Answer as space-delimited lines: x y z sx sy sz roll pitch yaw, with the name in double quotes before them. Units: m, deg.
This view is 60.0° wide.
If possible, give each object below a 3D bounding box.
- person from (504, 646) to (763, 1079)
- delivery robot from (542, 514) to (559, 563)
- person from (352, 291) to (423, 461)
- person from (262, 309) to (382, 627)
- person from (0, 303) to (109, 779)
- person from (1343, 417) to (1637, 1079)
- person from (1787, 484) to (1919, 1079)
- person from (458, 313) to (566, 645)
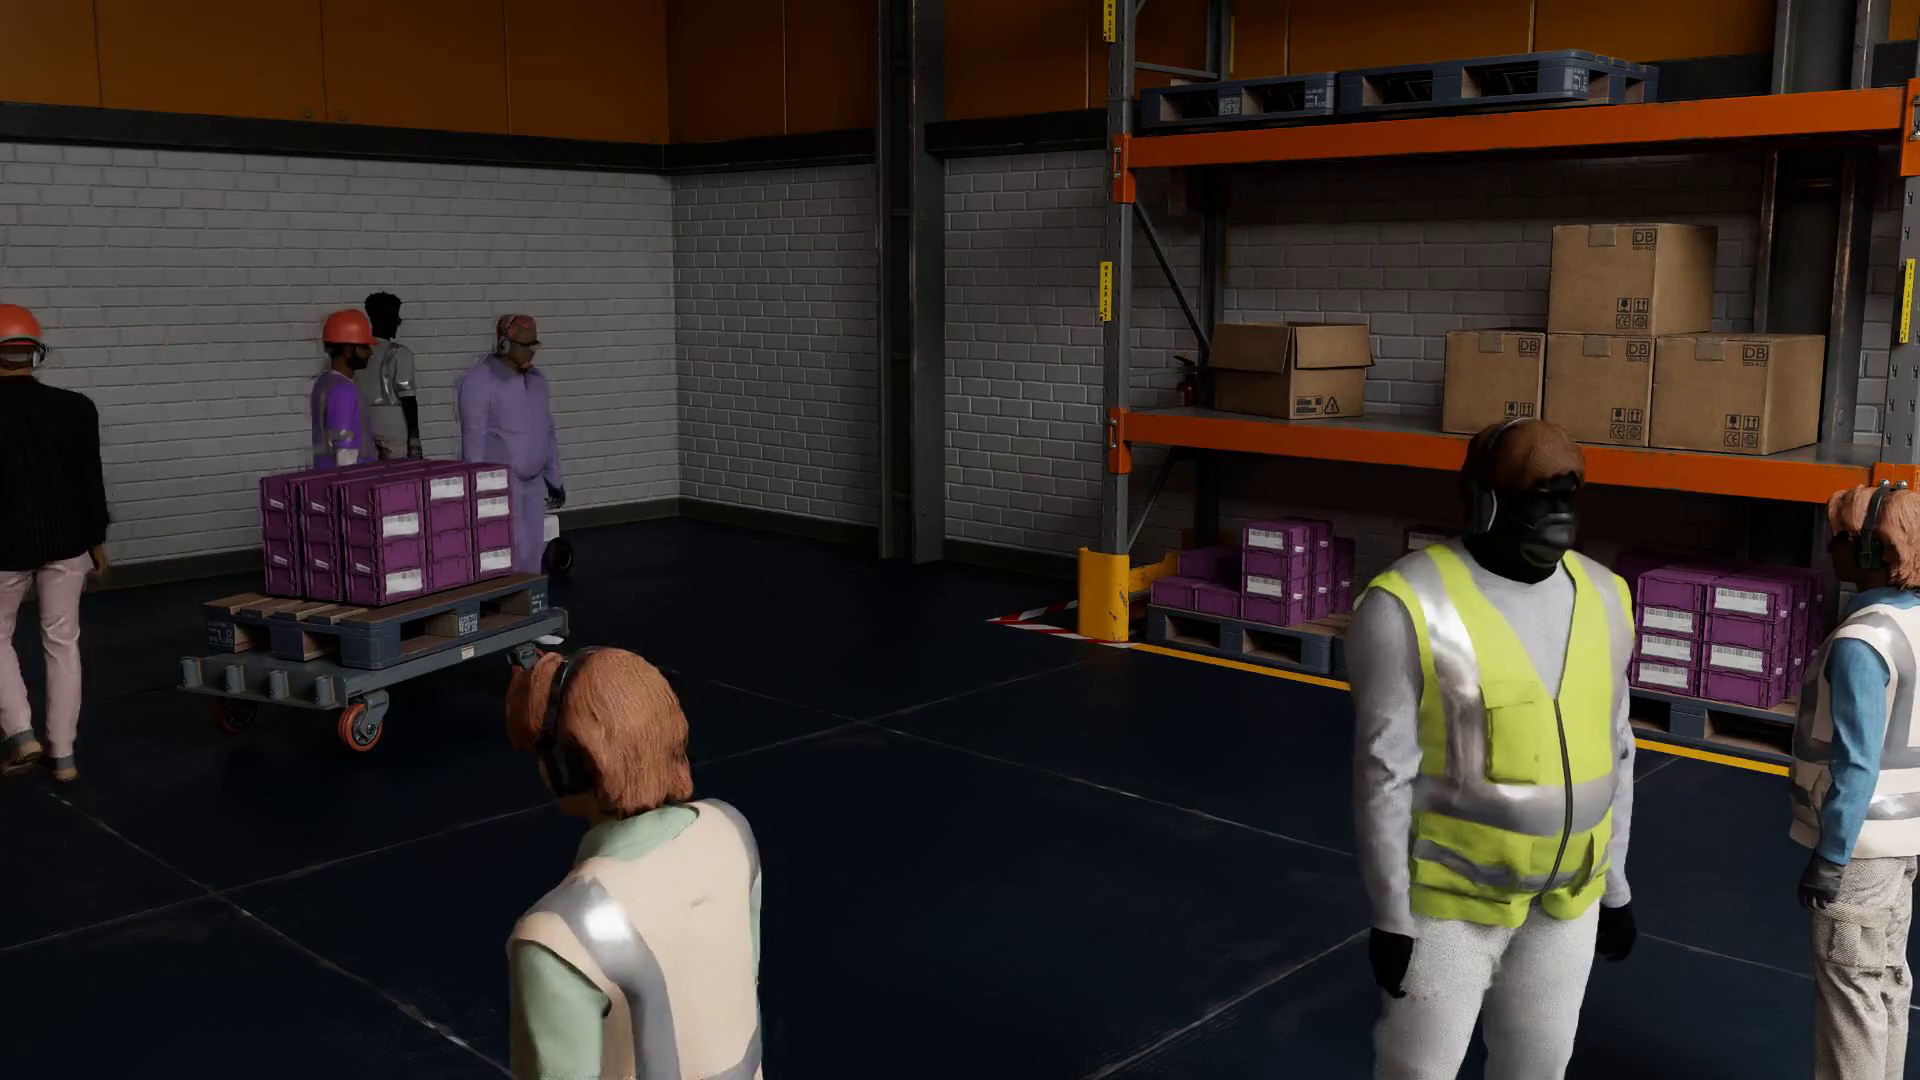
"person" -0.368 0.941 2.287 0.443 1.622 0.547 4 10 23
"delivery robot" -3.032 -0.030 11.256 0.477 0.478 0.707 3 10 21
"person" -4.012 -0.746 11.614 0.609 1.964 0.367 4 10 24
"person" -3.356 -0.270 8.880 0.785 1.913 0.552 -5 11 -28
"person" -3.835 0.022 6.861 0.627 1.978 0.427 -8 12 -40
"person" 1.057 0.677 3.275 0.627 1.843 0.429 -3 10 -17
"person" 2.066 0.688 3.820 0.305 1.640 0.522 8 12 41
"person" -2.515 -0.314 9.232 0.516 1.881 0.716 3 10 20
